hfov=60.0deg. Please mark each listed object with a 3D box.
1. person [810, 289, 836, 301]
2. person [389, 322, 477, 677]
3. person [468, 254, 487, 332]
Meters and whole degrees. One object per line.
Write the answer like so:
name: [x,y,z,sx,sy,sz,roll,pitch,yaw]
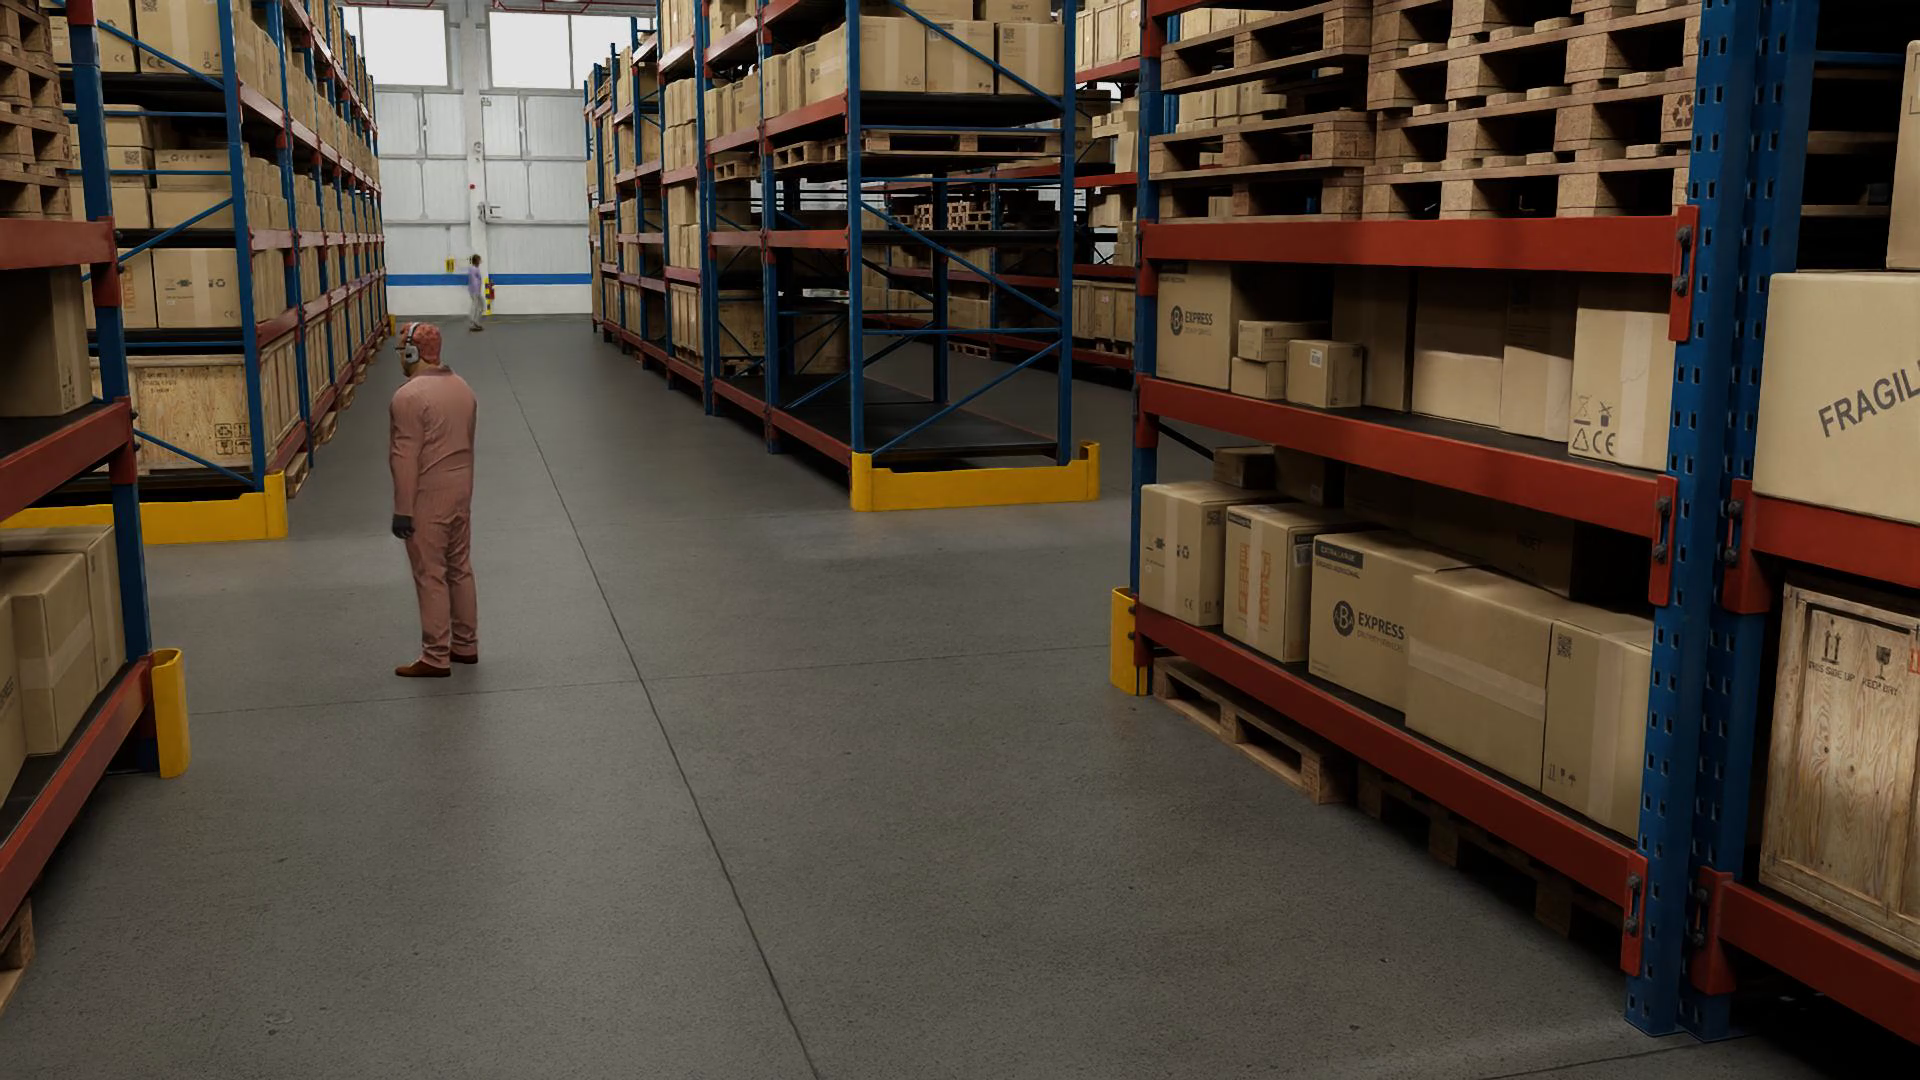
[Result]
person: [-3.409,-6.140,41.336,0.641,1.925,0.573,-2,10,-9]
person: [-2.853,-0.217,8.961,0.400,1.901,0.642,2,11,13]
person: [-11.938,-6.096,41.135,0.562,1.922,0.646,-2,11,-12]
